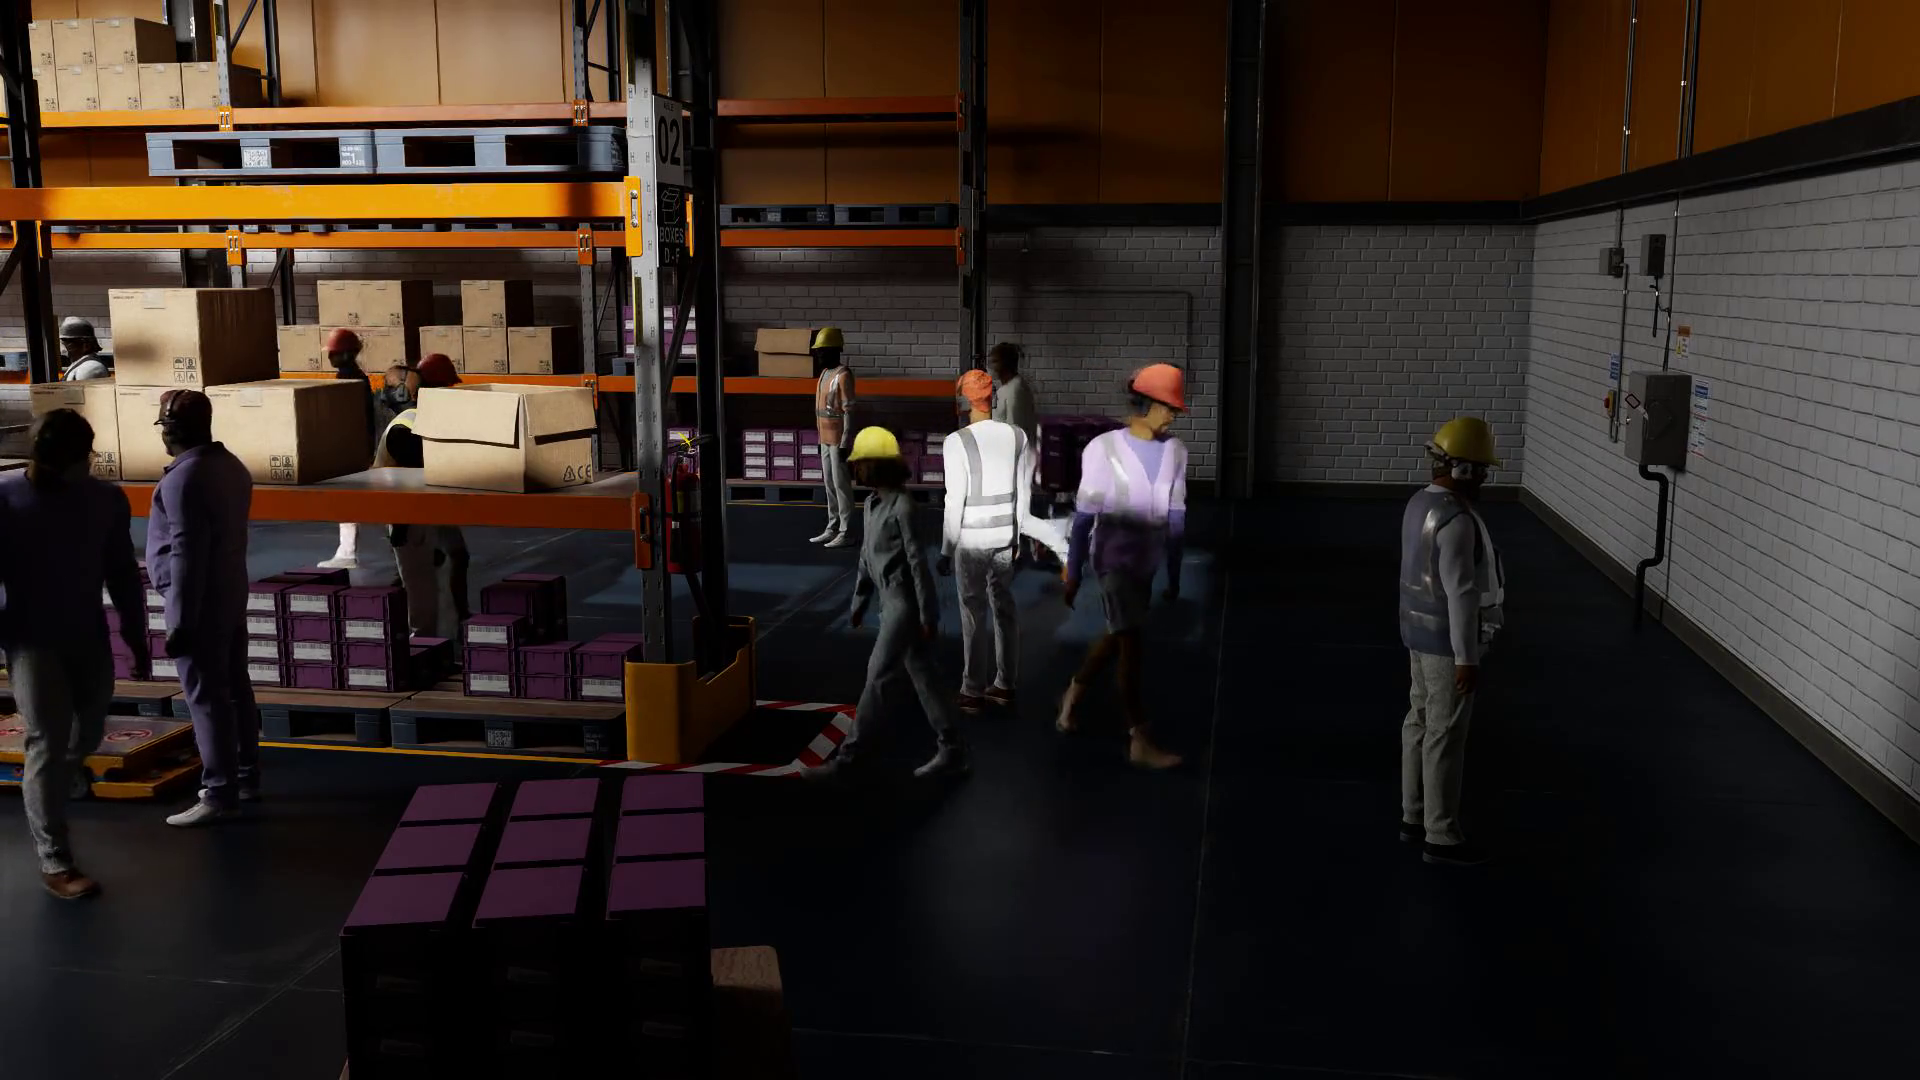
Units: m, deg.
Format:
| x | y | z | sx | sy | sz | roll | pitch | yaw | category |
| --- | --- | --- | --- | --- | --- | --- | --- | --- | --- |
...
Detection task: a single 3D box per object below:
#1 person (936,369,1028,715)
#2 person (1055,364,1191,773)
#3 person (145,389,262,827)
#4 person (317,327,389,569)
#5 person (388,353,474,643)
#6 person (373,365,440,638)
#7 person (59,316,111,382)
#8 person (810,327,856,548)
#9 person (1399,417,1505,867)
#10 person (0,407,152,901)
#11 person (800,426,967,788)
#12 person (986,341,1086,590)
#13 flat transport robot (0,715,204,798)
| x | y | z | sx | sy | sz | roll | pitch | yaw | category |
| --- | --- | --- | --- | --- | --- | --- | --- | --- | --- |
| 0.118 | 0.009 | 9.103 | 0.573 | 1.887 | 0.354 | -8 | 12 | -41 | person |
| 0.791 | 0.098 | 8.319 | 0.667 | 1.981 | 1.028 | -6 | 11 | -33 | person |
| -3.330 | 0.293 | 7.289 | 0.405 | 1.904 | 0.653 | -1 | 9 | -3 | person |
| -4.879 | -0.751 | 13.570 | 0.769 | 1.969 | 0.626 | -6 | 11 | -31 | person |
| -3.467 | -0.264 | 10.765 | 0.904 | 1.899 | 0.544 | 0 | 9 | 3 | person |
| -3.391 | -0.150 | 10.223 | 0.429 | 1.847 | 0.627 | -1 | 9 | -8 | person |
| -7.460 | -0.877 | 14.124 | 0.539 | 2.000 | 0.688 | -5 | 10 | -28 | person |
| -1.114 | -0.892 | 14.569 | 0.369 | 1.925 | 0.594 | -5 | 10 | -26 | person |
| 2.010 | 0.408 | 6.820 | 0.403 | 1.825 | 0.586 | 0 | 9 | -3 | person |
| -3.640 | 0.411 | 6.619 | 0.839 | 1.903 | 0.648 | 6 | 11 | 31 | person |
| -0.351 | 0.319 | 7.767 | 0.892 | 1.685 | 0.490 | -3 | 10 | -19 | person |
| 0.471 | -0.549 | 12.530 | 0.863 | 1.903 | 0.630 | -2 | 9 | -11 | person |
| -4.286 | 1.007 | 7.910 | 1.431 | 0.197 | 0.652 | 1 | 9 | 9 | flat transport robot |
